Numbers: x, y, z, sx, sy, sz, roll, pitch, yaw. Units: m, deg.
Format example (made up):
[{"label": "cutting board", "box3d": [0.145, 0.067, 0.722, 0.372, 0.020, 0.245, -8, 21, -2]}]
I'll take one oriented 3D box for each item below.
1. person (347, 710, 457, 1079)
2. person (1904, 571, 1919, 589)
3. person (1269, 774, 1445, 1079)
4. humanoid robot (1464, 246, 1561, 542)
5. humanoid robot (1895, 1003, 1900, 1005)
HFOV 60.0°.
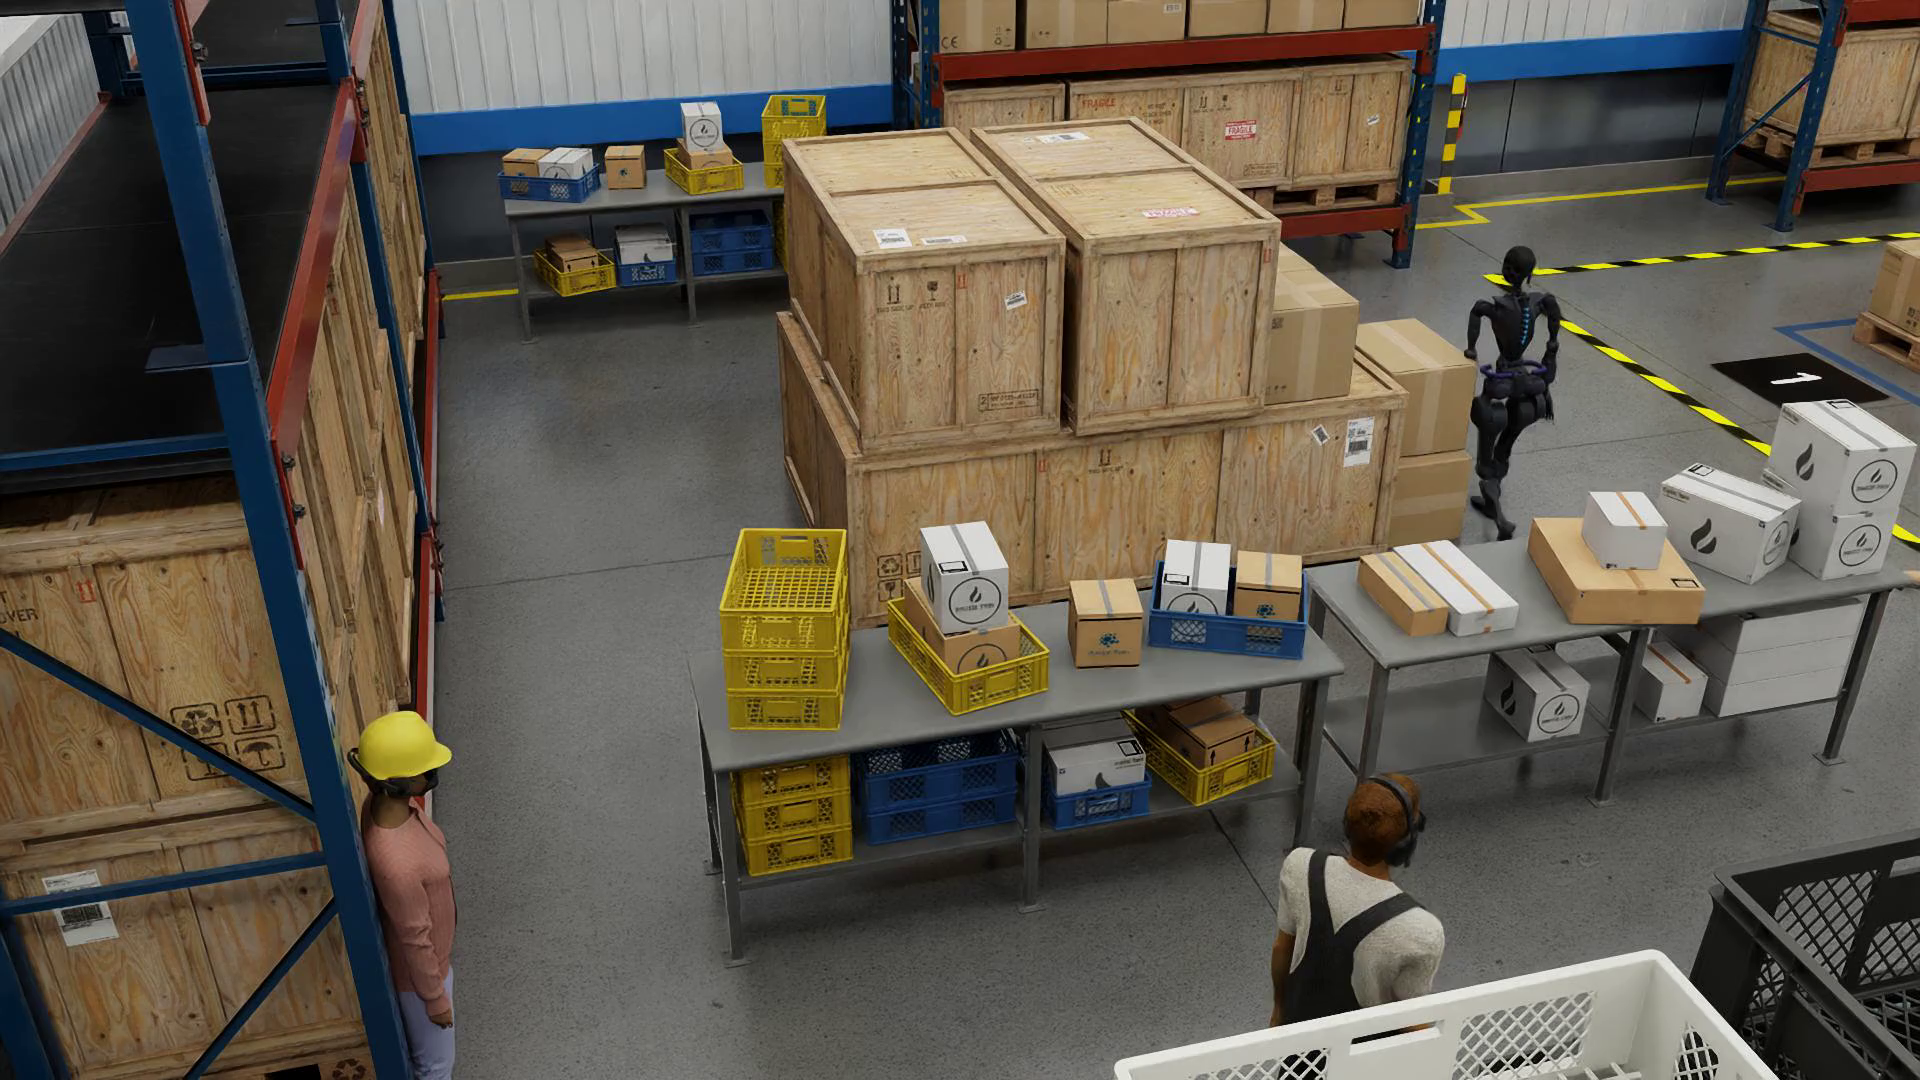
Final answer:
[{"label": "person", "box3d": [-1.666, 1.293, 5.227, 0.337, 1.761, 0.522, -10, 30, -18]}, {"label": "person", "box3d": [5.192, -0.544, 8.279, 0.406, 2.031, 0.607, 2, 29, 3]}, {"label": "person", "box3d": [1.113, 1.460, 4.846, 0.505, 1.838, 0.340, 25, 38, 38]}, {"label": "humanoid robot", "box3d": [3.031, -0.777, 9.108, 0.605, 1.648, 0.668, -5, 29, -10]}, {"label": "humanoid robot", "box3d": [2.910, 1.480, 5.028, 0.717, 1.900, 0.542, 15, 32, 24]}]
